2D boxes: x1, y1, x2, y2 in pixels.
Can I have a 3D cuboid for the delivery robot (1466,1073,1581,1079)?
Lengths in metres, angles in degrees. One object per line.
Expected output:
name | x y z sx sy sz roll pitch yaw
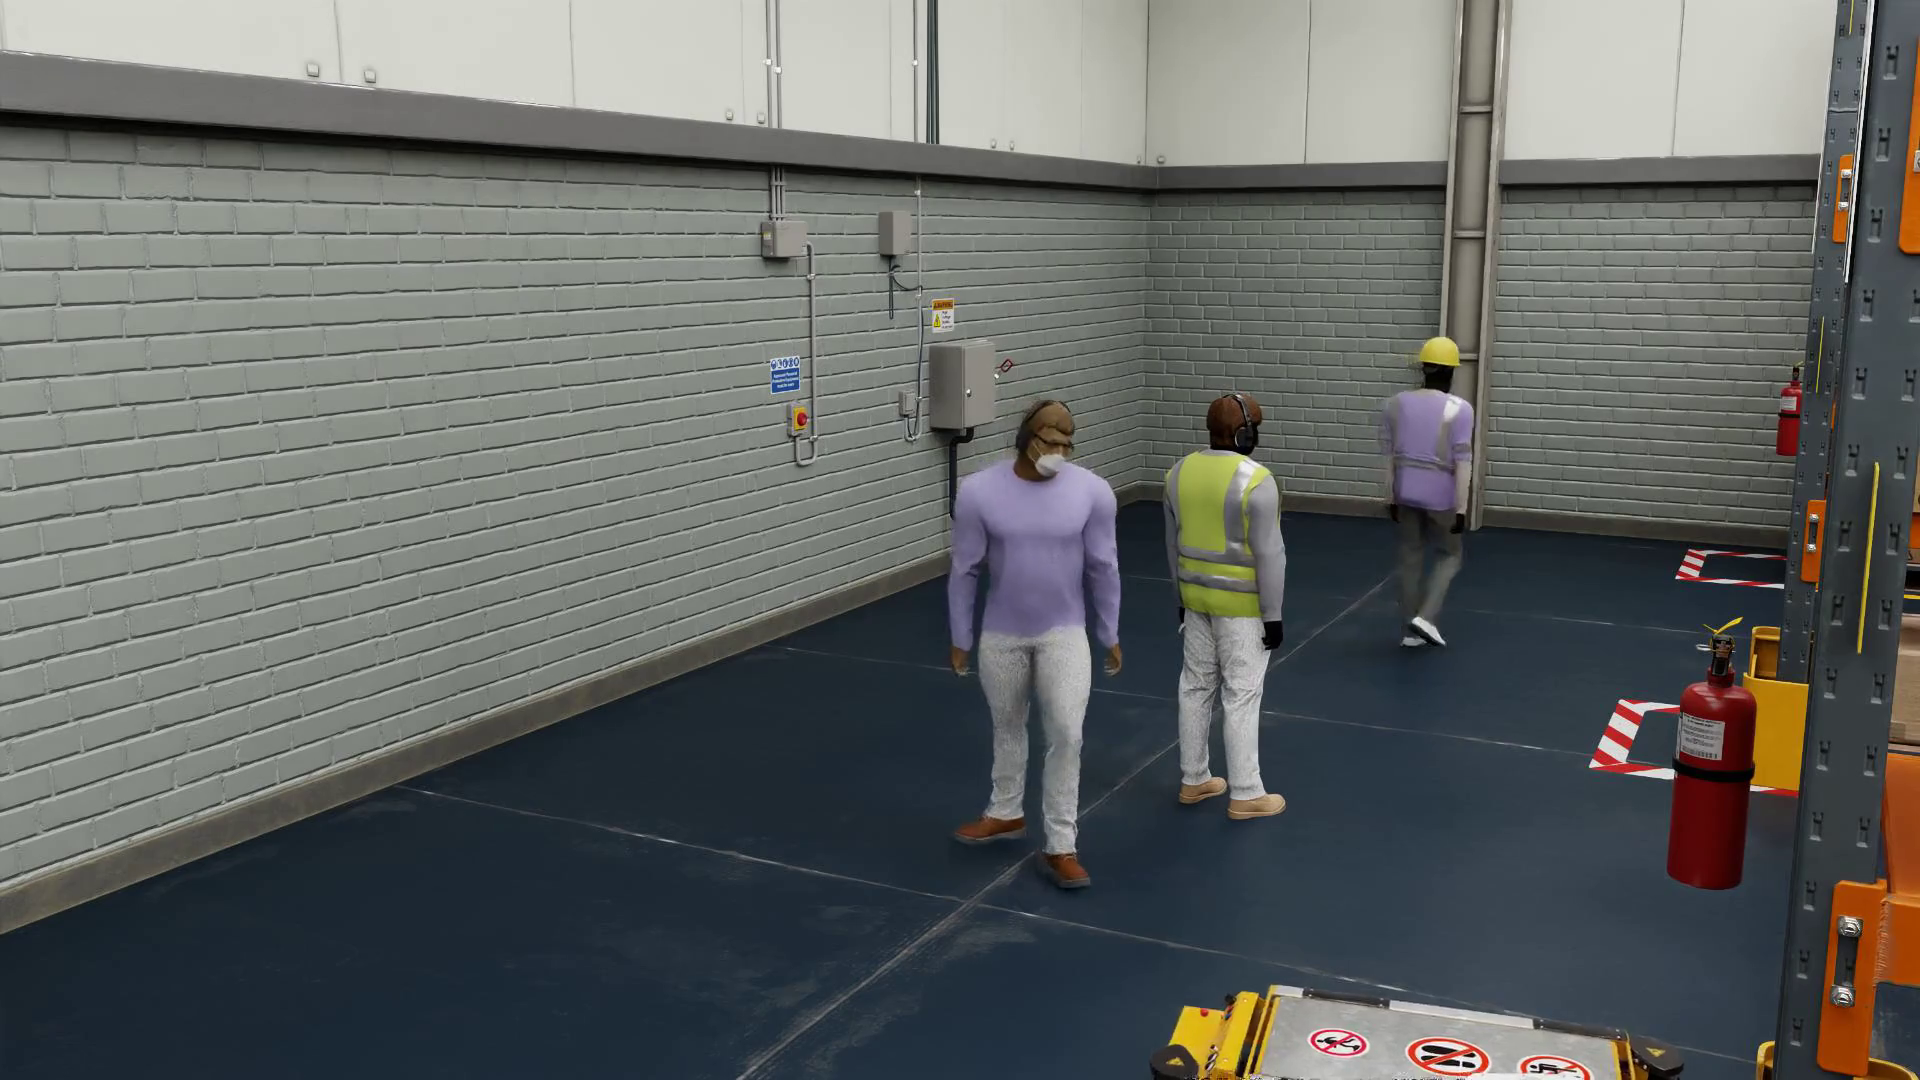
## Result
delivery robot | 1.399 1.502 3.854 0.477 0.478 0.707 0 10 2

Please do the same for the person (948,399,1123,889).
person | 0.289 0.384 6.559 0.672 1.899 0.694 1 10 7

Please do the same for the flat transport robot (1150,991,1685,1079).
flat transport robot | 1.286 1.537 4.691 1.431 0.197 0.652 3 11 17

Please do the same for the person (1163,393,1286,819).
person | 1.175 0.283 7.241 0.430 1.845 0.620 -8 13 -38

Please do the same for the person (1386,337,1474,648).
person | 2.846 -0.273 10.099 0.585 1.912 0.409 10 14 43
